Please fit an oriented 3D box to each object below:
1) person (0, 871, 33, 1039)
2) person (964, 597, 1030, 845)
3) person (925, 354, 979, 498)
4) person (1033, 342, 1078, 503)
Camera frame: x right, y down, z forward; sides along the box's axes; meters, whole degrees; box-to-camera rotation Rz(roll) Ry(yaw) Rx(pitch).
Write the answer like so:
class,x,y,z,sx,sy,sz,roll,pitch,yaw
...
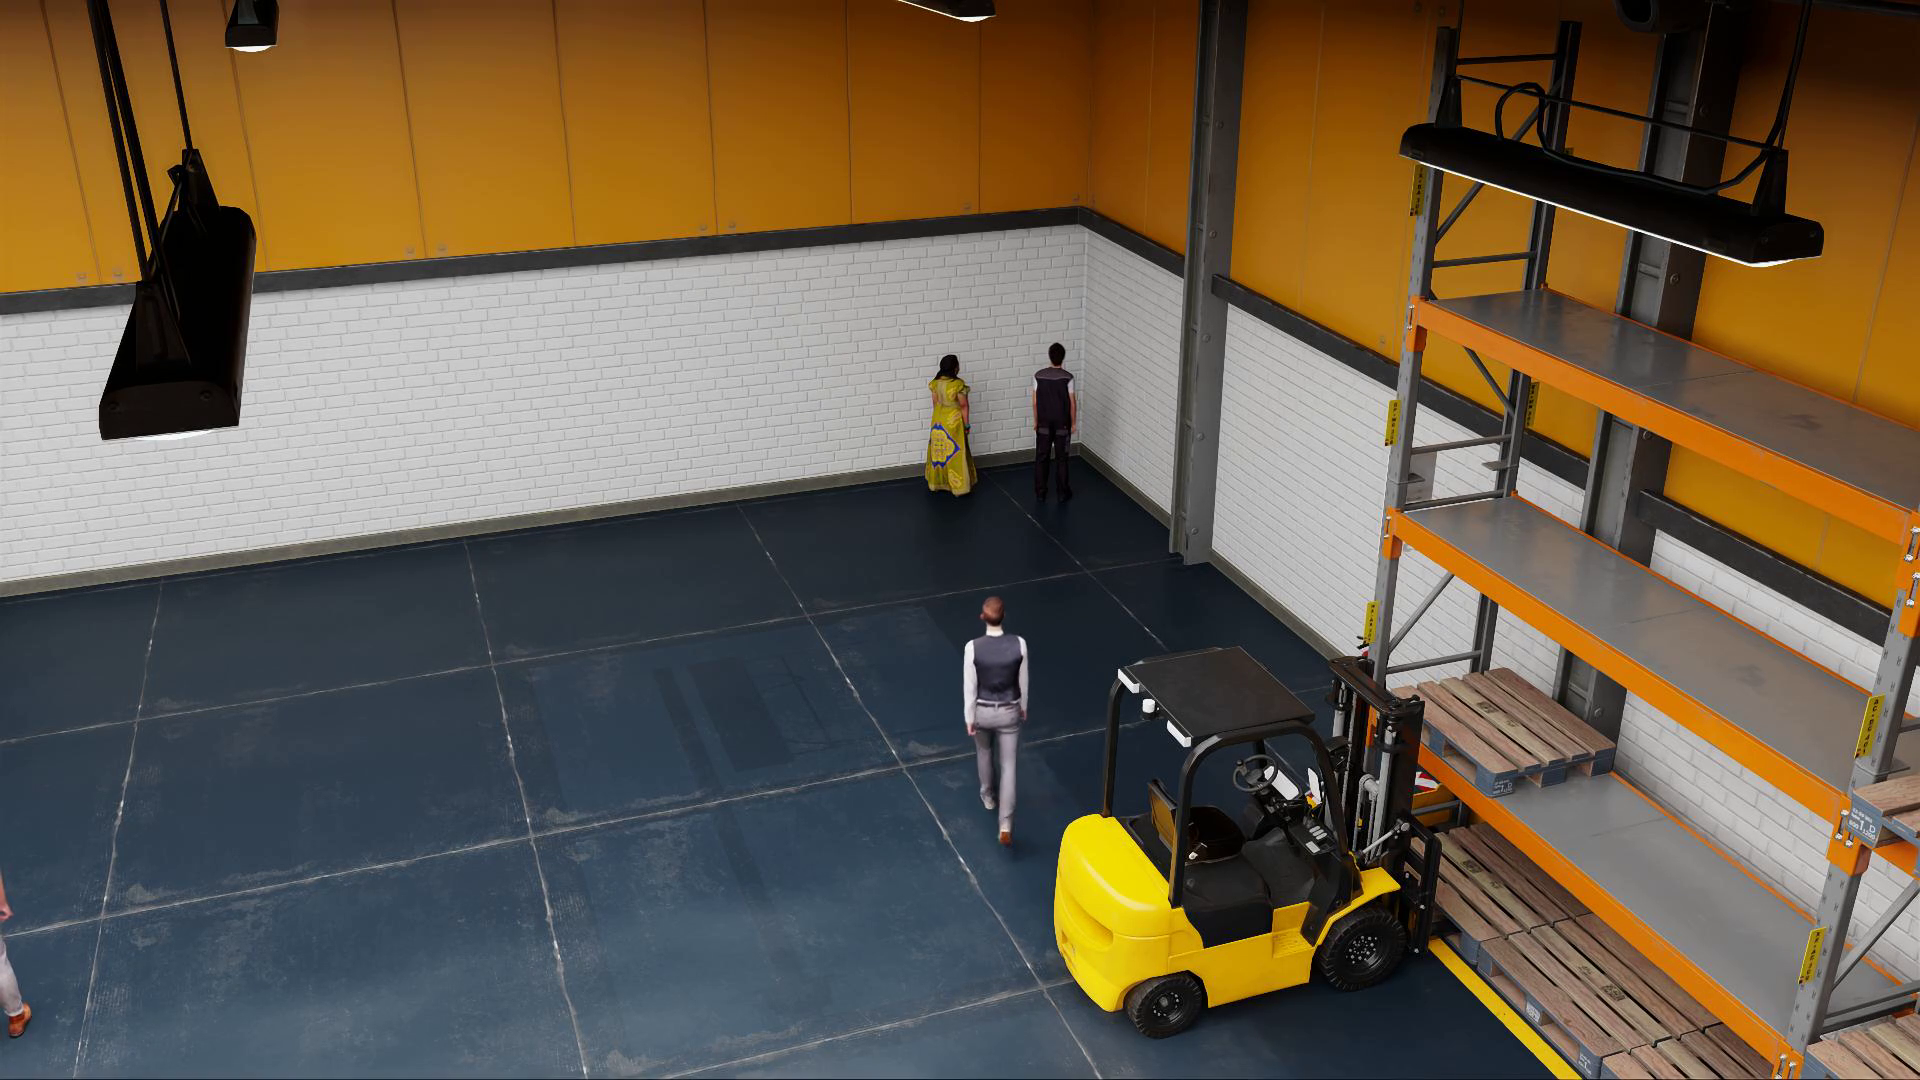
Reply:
class,x,y,z,sx,sy,sz,roll,pitch,yaw
person,-6.207,2.348,10.328,0.743,1.832,0.633,-14,27,-29
person,0.292,1.352,12.508,0.937,1.910,1.266,1,24,1
person,-0.111,-1.316,18.925,0.964,1.660,1.058,15,28,31
person,1.056,-1.324,18.707,0.738,1.848,0.753,5,24,12
